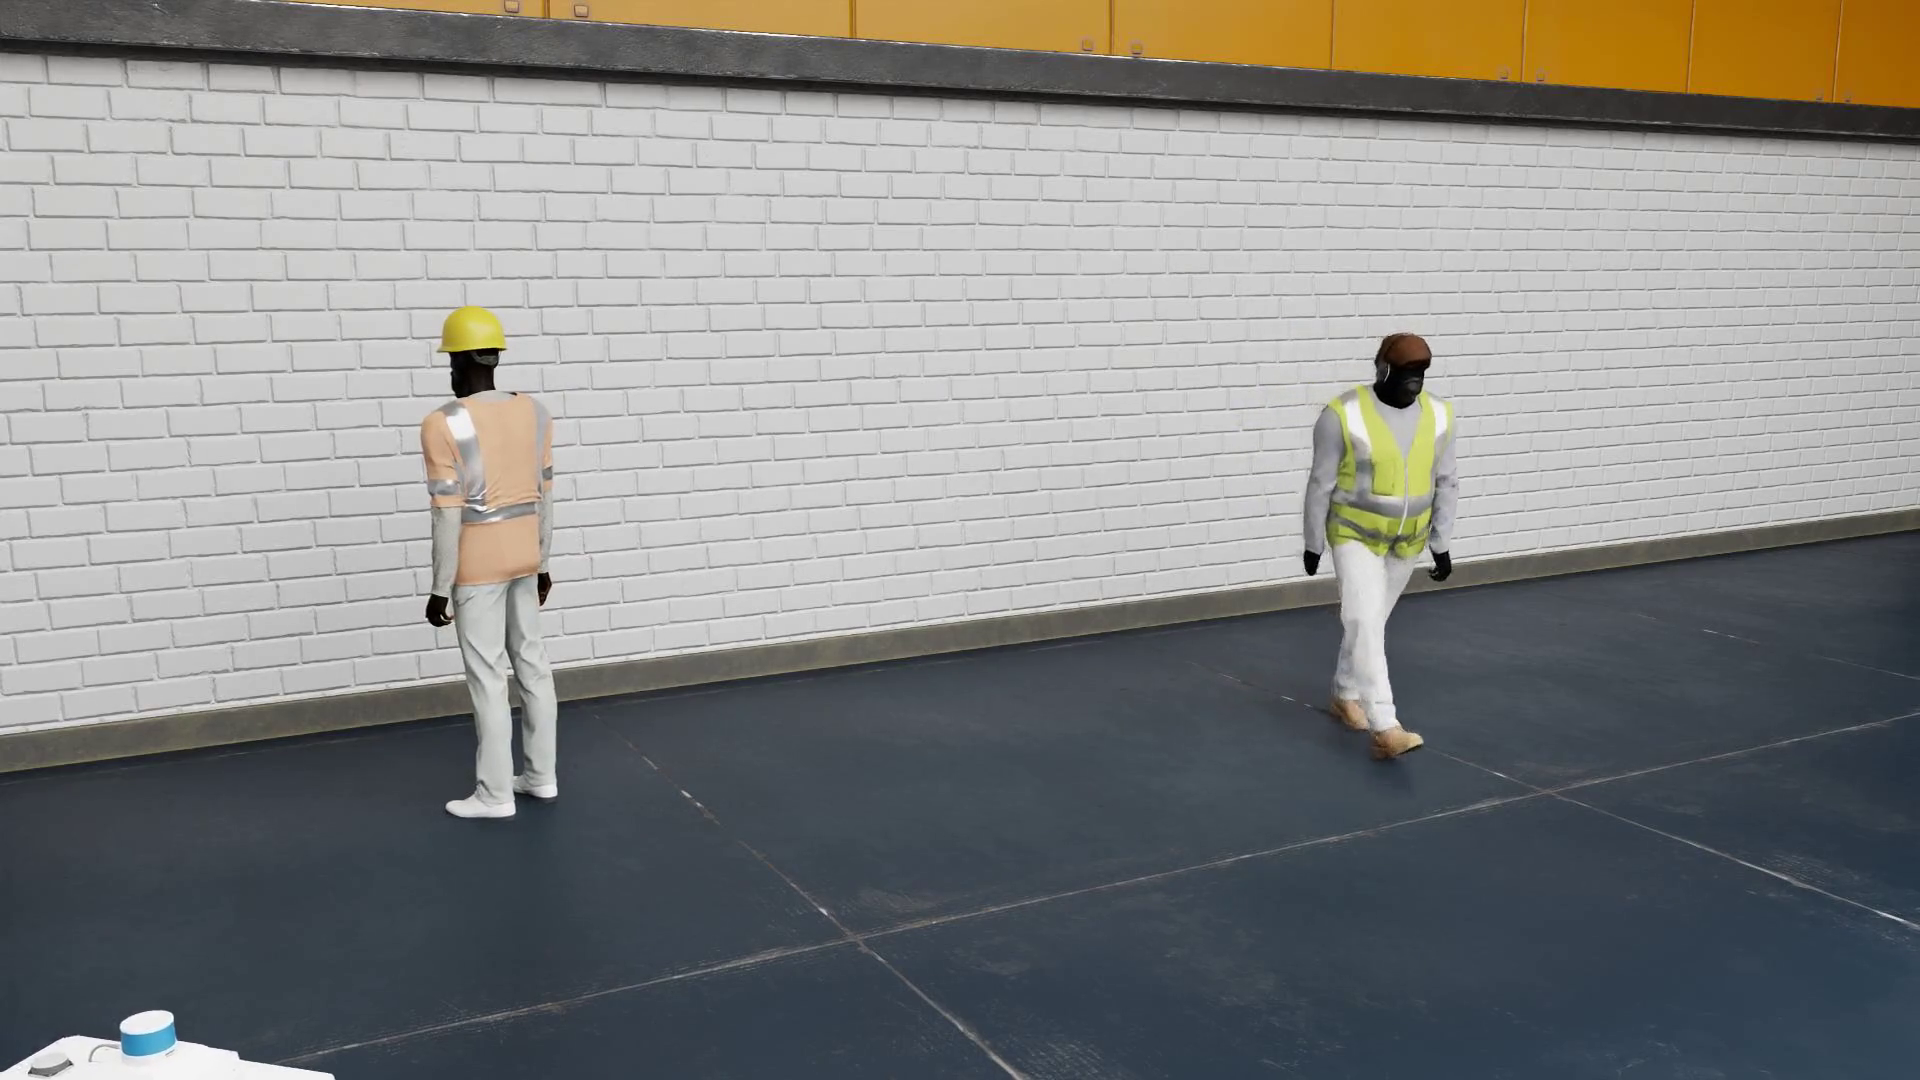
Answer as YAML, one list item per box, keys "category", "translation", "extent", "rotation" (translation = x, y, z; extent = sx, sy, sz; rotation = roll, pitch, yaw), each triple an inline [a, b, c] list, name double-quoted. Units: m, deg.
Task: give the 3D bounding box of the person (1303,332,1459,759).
- category: "person"
  translation: [1.811, 0.010, 7.117]
  extent: [0.641, 1.781, 0.950]
  rotation: [-3, 10, -15]

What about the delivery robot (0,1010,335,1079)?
- category: "delivery robot"
  translation: [-1.662, 1.218, 3.436]
  extent: [0.707, 0.478, 0.477]
  rotation: [3, 10, 15]

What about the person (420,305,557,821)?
- category: "person"
  translation: [-1.772, 0.091, 6.244]
  extent: [0.388, 1.926, 0.590]
  rotation: [6, 12, 31]
